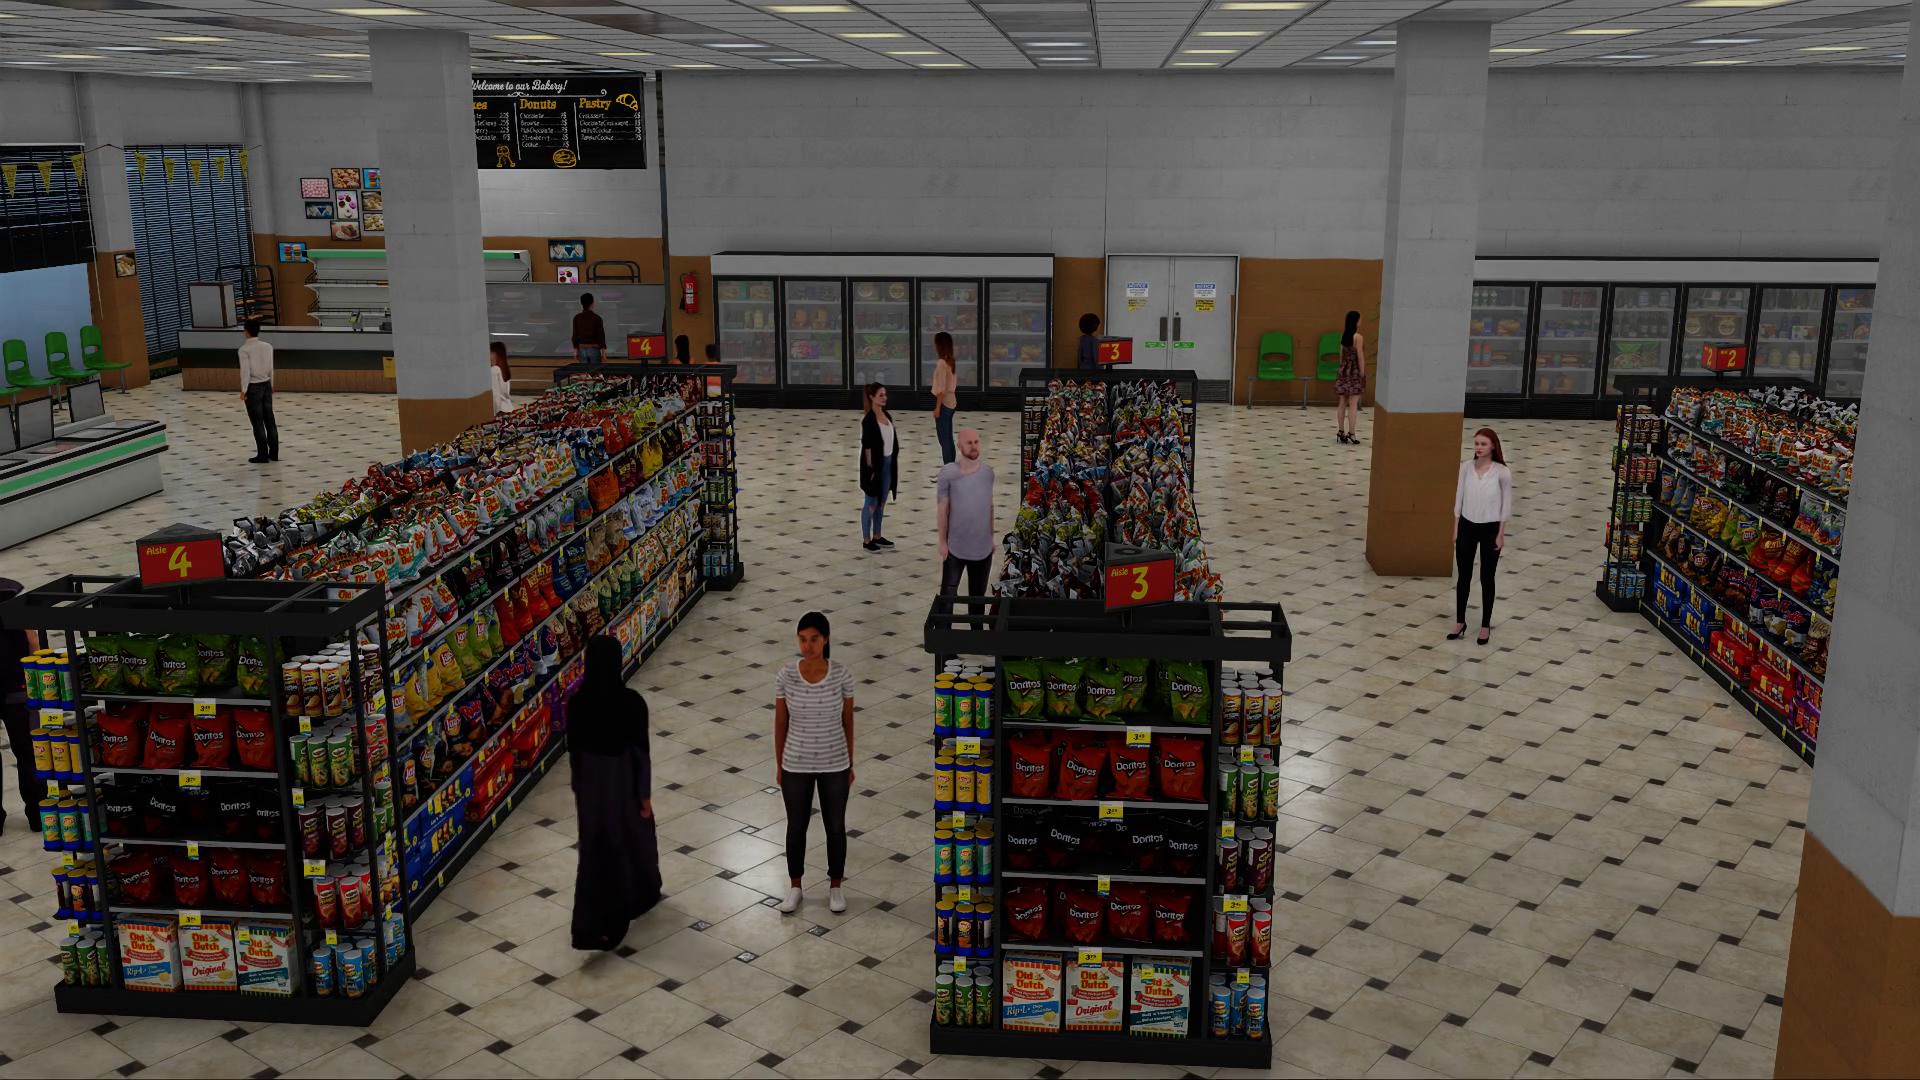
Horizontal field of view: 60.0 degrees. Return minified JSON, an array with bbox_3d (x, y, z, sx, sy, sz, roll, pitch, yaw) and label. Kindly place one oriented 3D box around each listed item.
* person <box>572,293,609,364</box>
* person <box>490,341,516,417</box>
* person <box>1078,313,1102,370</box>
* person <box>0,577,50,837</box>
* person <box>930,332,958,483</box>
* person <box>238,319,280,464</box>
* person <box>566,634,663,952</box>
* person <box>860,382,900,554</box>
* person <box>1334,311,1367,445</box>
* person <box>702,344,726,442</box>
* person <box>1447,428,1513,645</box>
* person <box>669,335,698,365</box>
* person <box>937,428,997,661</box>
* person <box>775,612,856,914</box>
[{"bbox_3d":[-5.507,-2.776,24.715,0.654,1.779,0.503,2,14,7],"label":"person"},{"bbox_3d":[-5.430,-1.511,19.683,0.663,1.692,0.468,1,14,4],"label":"person"},{"bbox_3d":[1.752,-2.216,22.553,0.729,1.711,0.634,-8,16,-29],"label":"person"},{"bbox_3d":[-5.621,0.828,9.708,0.731,1.849,0.719,-5,15,-20],"label":"person"},{"bbox_3d":[-0.175,-1.579,19.752,0.687,1.792,0.521,4,14,16],"label":"person"},{"bbox_3d":[-8.841,-1.883,20.965,0.785,1.811,0.624,6,15,24],"label":"person"},{"bbox_3d":[-1.794,1.288,8.350,0.598,1.595,1.103,2,14,7],"label":"person"},{"bbox_3d":[-0.825,-0.728,16.477,0.775,1.683,0.649,8,16,30],"label":"person"},{"bbox_3d":[5.238,-2.180,22.268,0.859,1.774,0.782,-7,15,-28],"label":"person"},{"bbox_3d":[-3.343,-1.998,22.504,0.568,1.310,0.596,-6,15,-24],"label":"person"},{"bbox_3d":[4.207,-0.035,13.457,0.666,1.759,0.668,10,17,36],"label":"person"},{"bbox_3d":[-3.436,-1.747,20.729,0.717,1.659,0.636,13,19,43],"label":"person"},{"bbox_3d":[0.058,0.019,13.068,0.764,1.838,0.782,-7,15,-28],"label":"person"},{"bbox_3d":[-0.757,1.166,8.747,0.585,1.645,0.537,0,14,-1],"label":"person"}]
